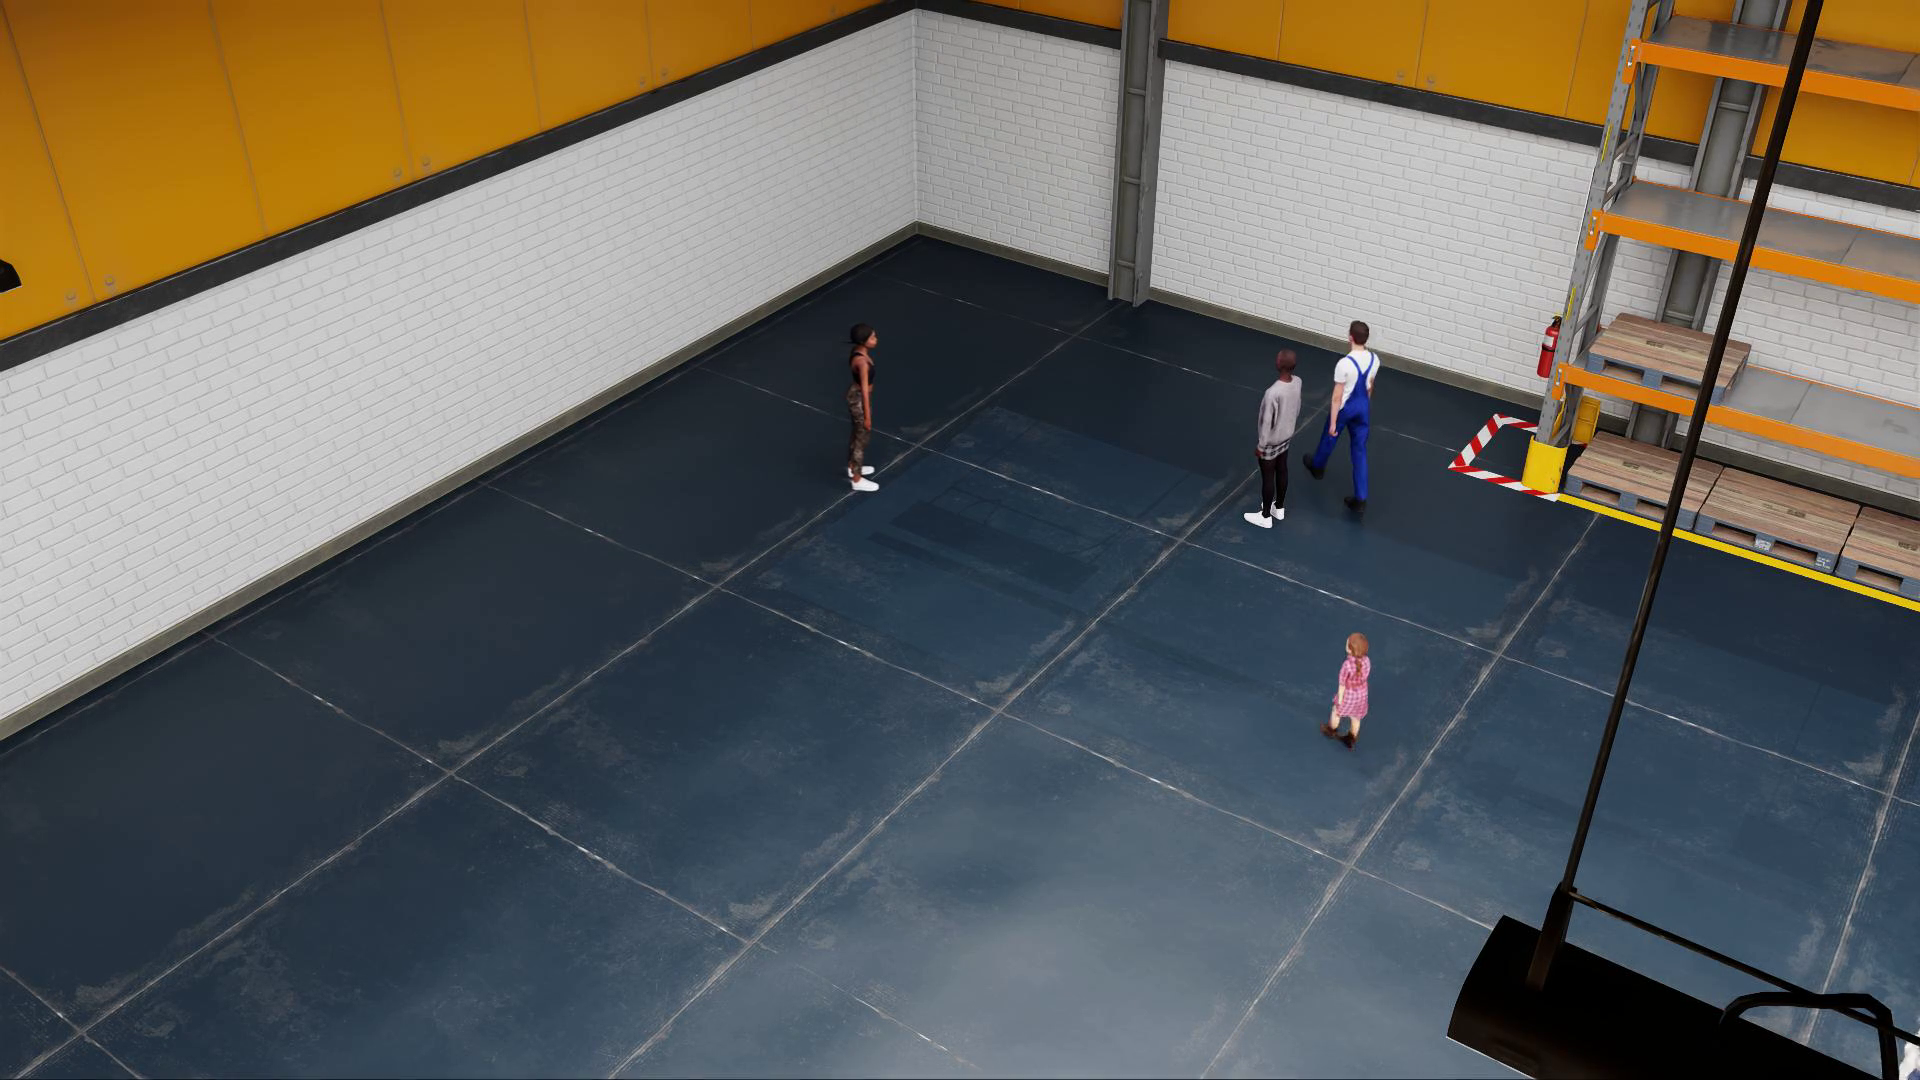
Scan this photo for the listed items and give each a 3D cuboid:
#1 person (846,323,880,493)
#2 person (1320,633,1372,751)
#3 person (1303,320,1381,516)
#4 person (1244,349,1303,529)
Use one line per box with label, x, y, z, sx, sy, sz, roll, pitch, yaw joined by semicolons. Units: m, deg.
person;-0.934;-1.271;15.660;0.720;1.695;0.659;-6;34;-9
person;2.999;1.170;12.603;0.564;1.012;0.638;-11;35;-17
person;3.636;-1.096;15.303;1.173;1.798;1.351;-10;35;-15
person;2.876;-0.930;15.077;0.657;1.772;0.592;-28;43;-36
